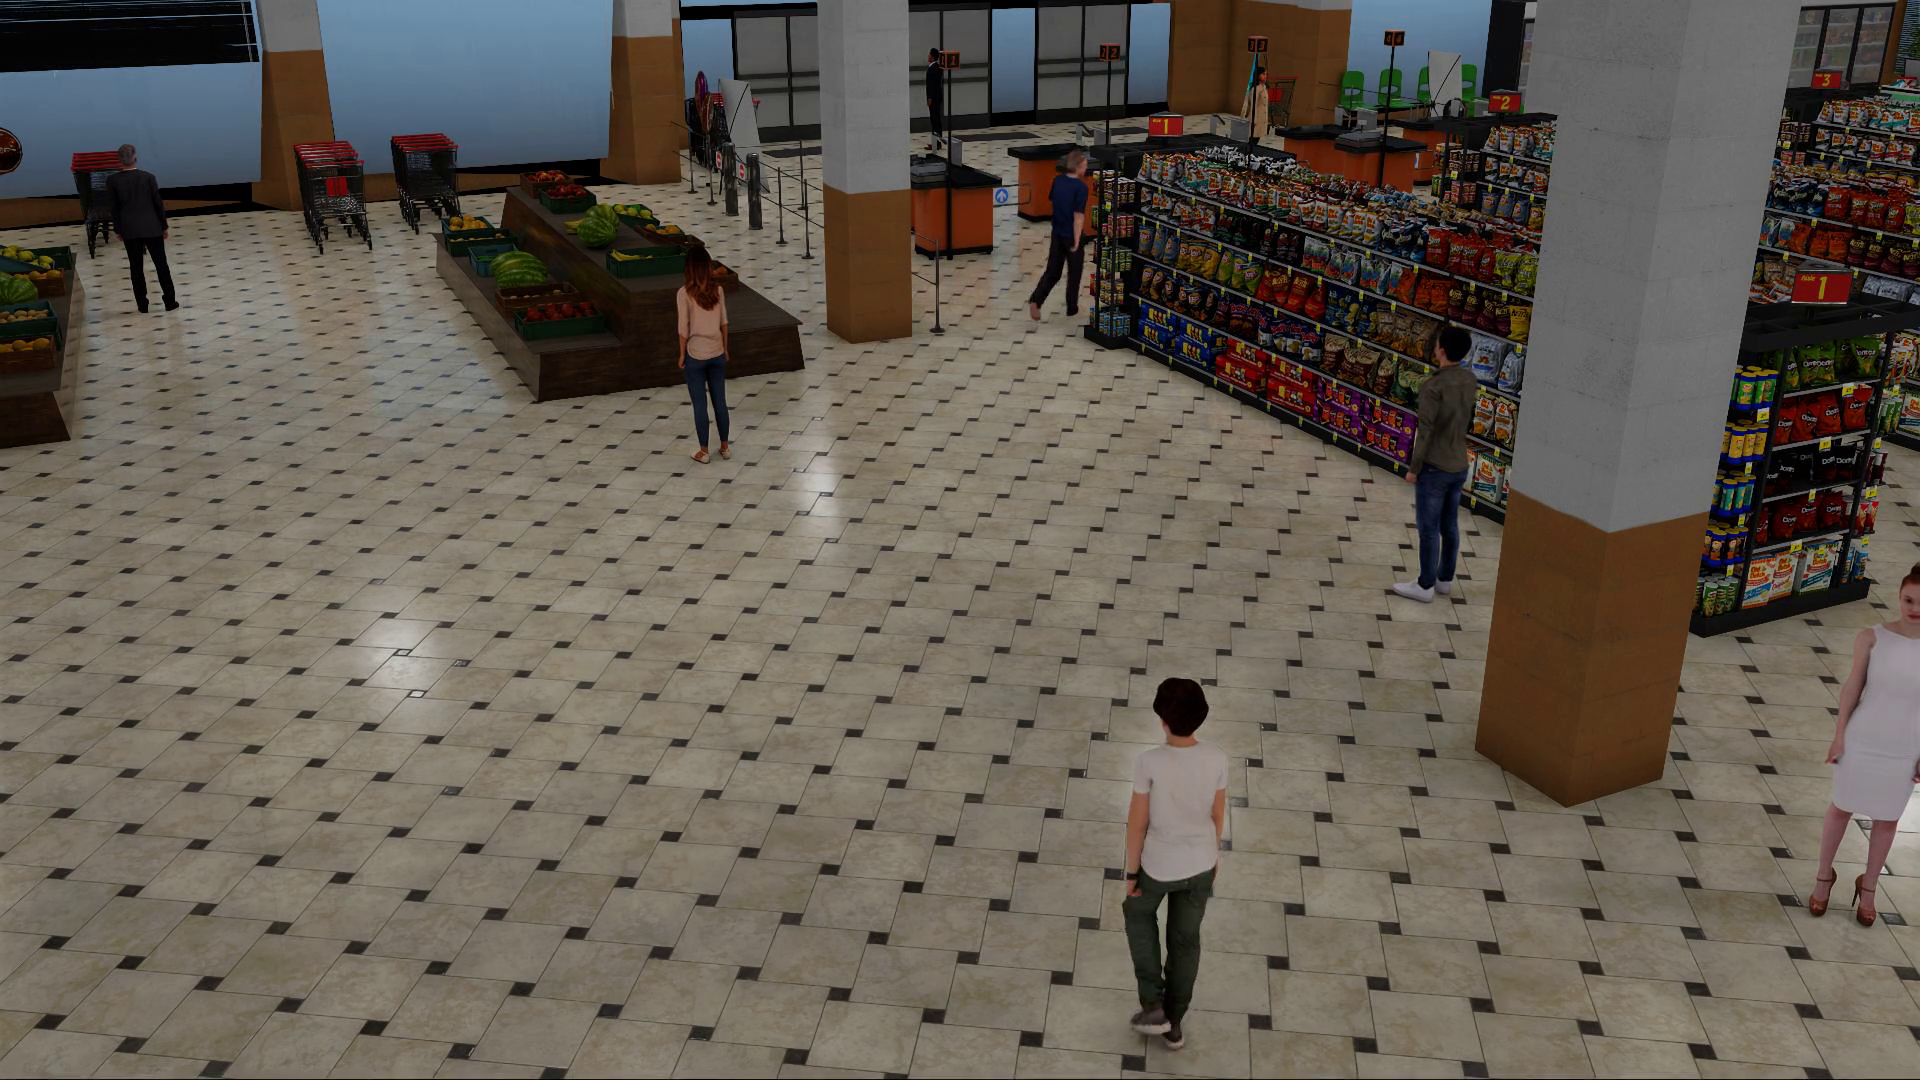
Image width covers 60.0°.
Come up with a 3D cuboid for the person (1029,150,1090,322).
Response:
[{"bbox_3d":[1.080,-3.196,17.751,1.175,1.819,1.066,15,26,33],"label":"person"}]

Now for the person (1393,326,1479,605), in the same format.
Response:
[{"bbox_3d":[3.178,-0.489,10.953,0.748,1.864,0.666,-16,27,-34],"label":"person"}]

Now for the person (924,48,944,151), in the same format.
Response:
[{"bbox_3d":[-0.437,-7.733,29.165,0.765,1.727,0.684,6,23,14],"label":"person"}]

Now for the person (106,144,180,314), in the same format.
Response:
[{"bbox_3d":[-9.018,-3.436,18.319,0.720,1.842,0.596,-9,23,-20],"label":"person"}]

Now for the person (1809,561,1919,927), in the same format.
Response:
[{"bbox_3d":[4.164,0.935,7.506,0.616,1.793,0.694,10,24,22],"label":"person"}]

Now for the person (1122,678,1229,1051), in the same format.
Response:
[{"bbox_3d":[0.886,1.354,6.664,0.664,1.643,0.730,-2,22,-6],"label":"person"}]

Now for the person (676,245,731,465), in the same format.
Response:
[{"bbox_3d":[-2.090,-1.513,13.602,0.615,1.790,0.549,-13,25,-29],"label":"person"}]

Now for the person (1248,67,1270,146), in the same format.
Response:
[{"bbox_3d":[4.782,-6.761,26.810,0.748,1.680,0.725,11,24,26],"label":"person"}]
